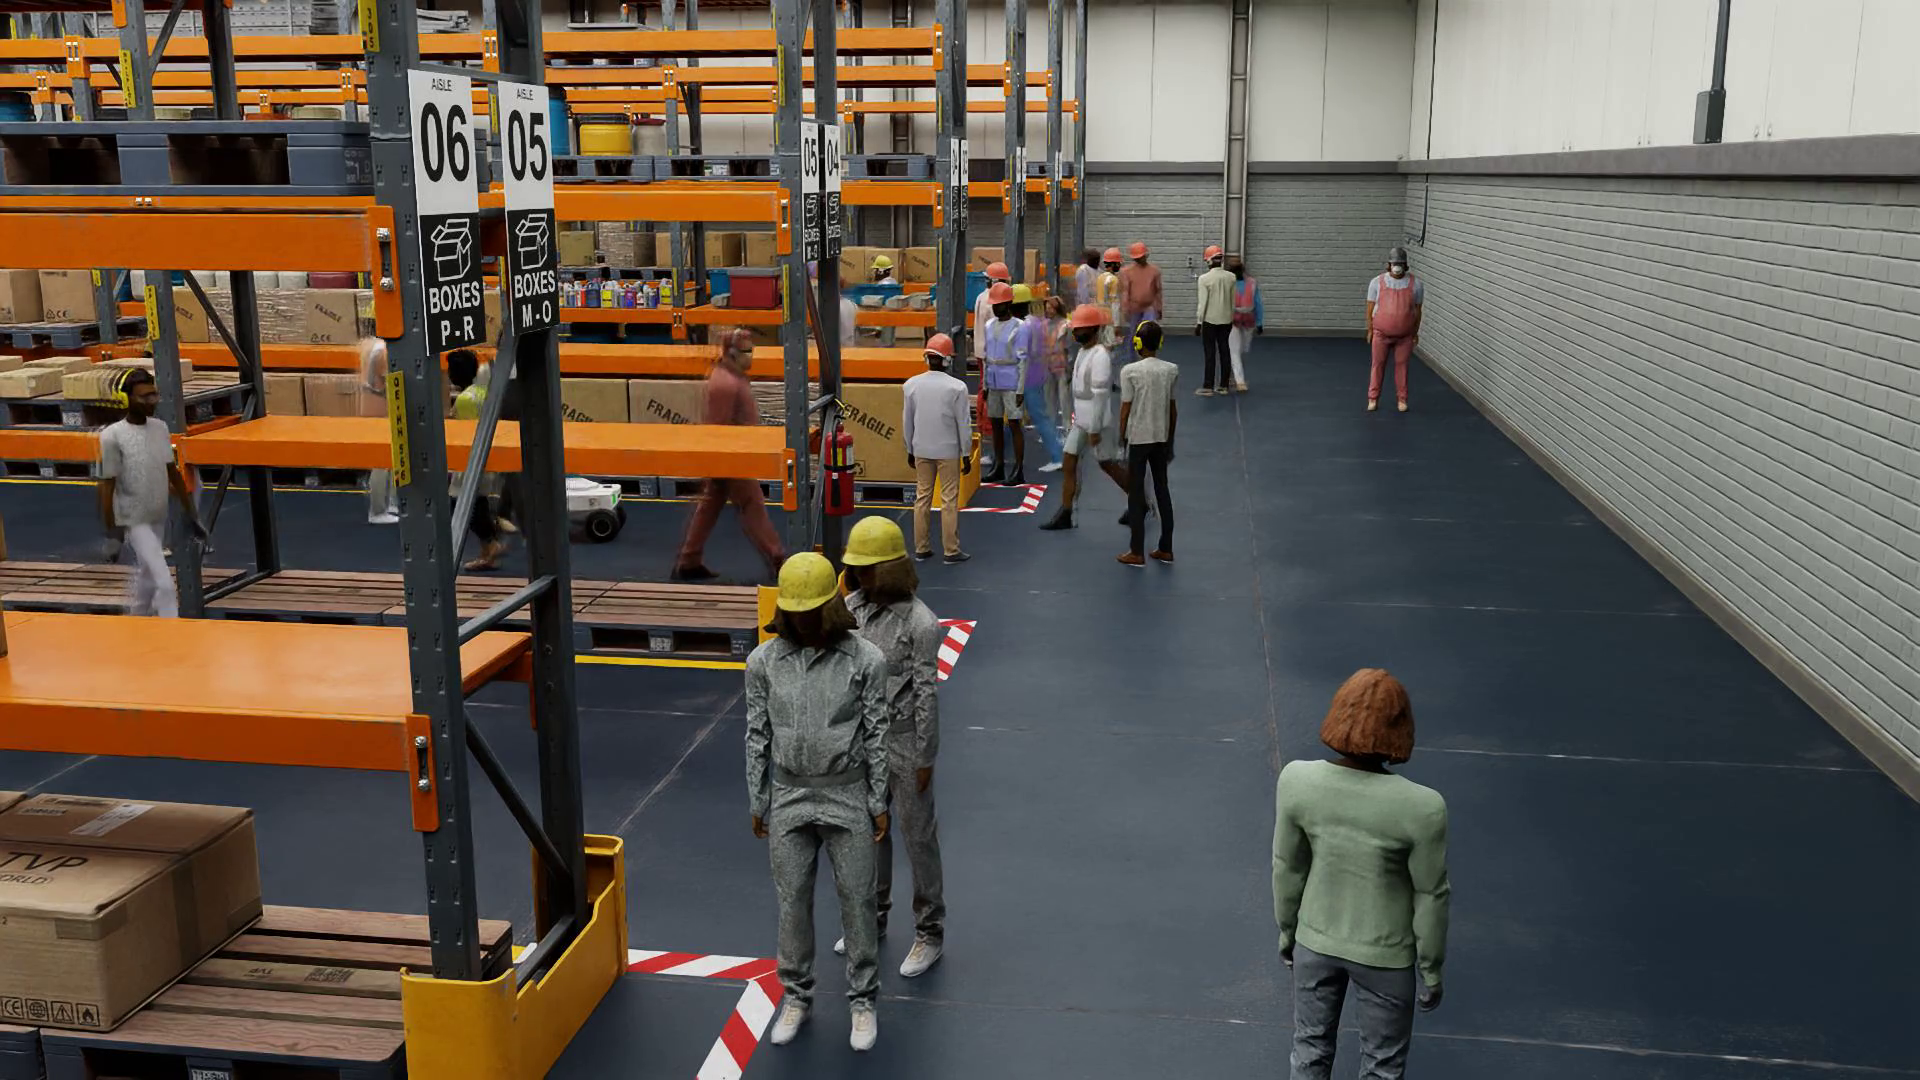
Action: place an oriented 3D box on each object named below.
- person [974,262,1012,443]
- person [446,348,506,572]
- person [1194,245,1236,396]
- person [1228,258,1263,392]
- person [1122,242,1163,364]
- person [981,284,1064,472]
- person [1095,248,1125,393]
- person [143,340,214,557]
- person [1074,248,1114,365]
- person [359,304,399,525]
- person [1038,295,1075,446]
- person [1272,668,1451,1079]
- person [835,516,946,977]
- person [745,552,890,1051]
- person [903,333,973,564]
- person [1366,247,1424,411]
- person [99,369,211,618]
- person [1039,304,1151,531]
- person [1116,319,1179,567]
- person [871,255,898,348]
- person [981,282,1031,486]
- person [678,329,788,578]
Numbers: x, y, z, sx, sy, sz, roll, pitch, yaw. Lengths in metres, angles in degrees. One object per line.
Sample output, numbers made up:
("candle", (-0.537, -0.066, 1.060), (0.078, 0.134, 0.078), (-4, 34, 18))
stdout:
("person", (0.357, -2.056, 18.290), (0.405, 1.981, 0.632), (-4, 13, -18))
("person", (-3.597, -0.571, 12.257), (0.376, 1.678, 0.551), (-1, 13, -4))
("person", (3.392, -2.918, 22.169), (0.608, 1.986, 0.396), (-7, 14, -28))
("person", (3.804, -2.967, 22.818), (0.644, 1.802, 0.891), (-3, 13, -14))
("person", (2.701, -3.467, 24.760), (0.631, 1.943, 0.902), (0, 12, 0))
("person", (0.633, -1.600, 16.511), (1.009, 1.868, 0.592), (2, 13, 11))
("person", (2.027, -2.966, 22.494), (0.375, 1.939, 0.546), (-5, 13, -20))
("person", (-6.068, -0.716, 12.777), (0.668, 1.734, 0.561), (5, 13, 22))
("person", (1.971, -3.601, 25.687), (0.819, 1.805, 0.628), (12, 17, 43))
("person", (-4.777, -1.075, 14.042), (0.637, 1.905, 0.598), (-7, 15, -30))
("person", (1.052, -1.846, 18.144), (0.312, 1.632, 0.526), (-12, 17, -42))
("person", (1.105, 1.146, 4.624), (0.500, 1.633, 0.279), (8, 15, 33))
("person", (-0.283, 0.757, 6.162), (0.483, 1.734, 0.343), (10, 16, 37))
("person", (-0.481, 0.881, 5.603), (0.490, 1.731, 0.320), (1, 13, 4))
("person", (-0.155, -0.693, 12.657), (0.574, 1.748, 0.337), (6, 14, 27))
("person", (5.402, -2.618, 20.691), (0.683, 2.000, 0.538), (2, 13, 9))
("person", (-4.631, -0.079, 9.714), (0.877, 1.838, 0.515), (2, 13, 10))
("person", (1.163, -1.017, 13.822), (0.959, 1.900, 0.551), (-4, 13, -19))
("person", (1.419, -0.729, 12.590), (0.502, 1.859, 0.339), (-6, 14, -25))
("person", (-1.038, -2.947, 22.644), (0.403, 1.835, 0.586), (3, 13, 13))
("person", (0.403, -1.476, 15.792), (0.546, 1.928, 0.380), (12, 17, 43))
("person", (-1.602, -0.604, 12.052), (1.026, 1.845, 0.664), (-2, 13, -8))
